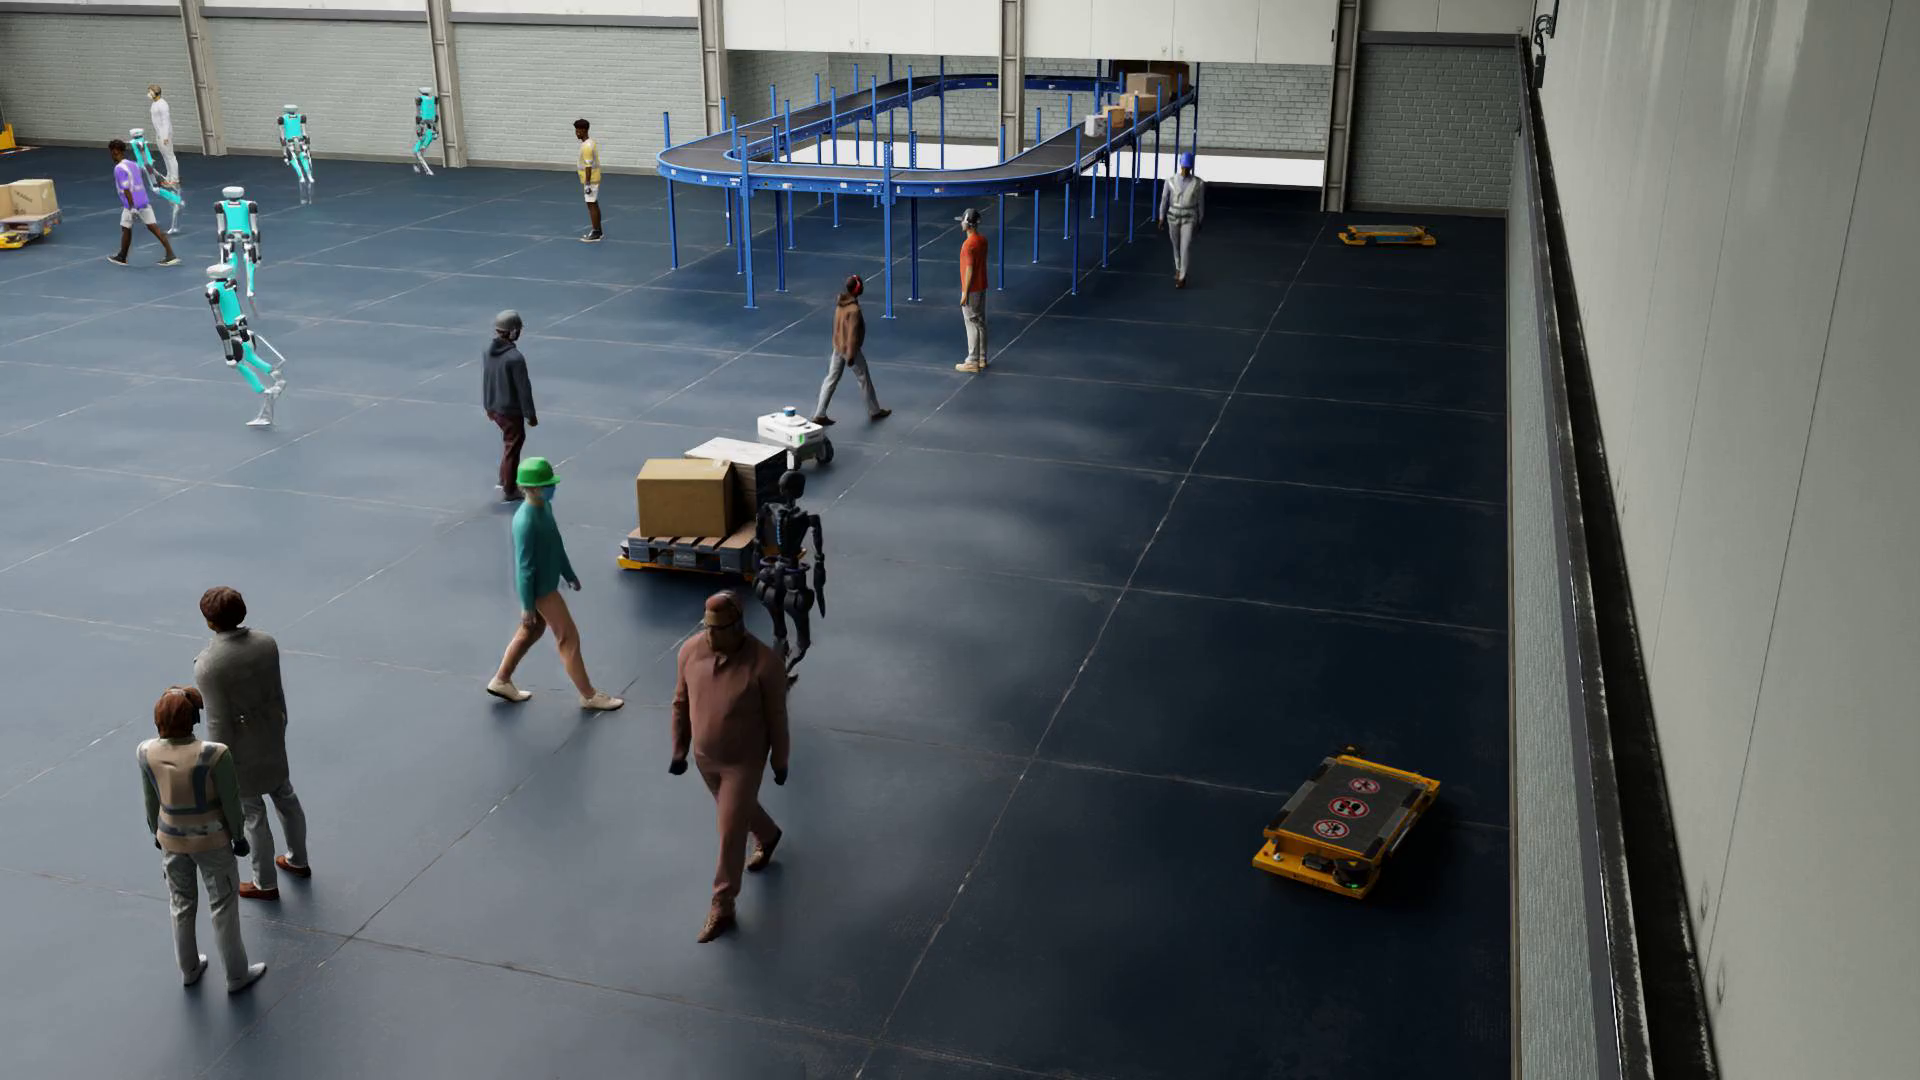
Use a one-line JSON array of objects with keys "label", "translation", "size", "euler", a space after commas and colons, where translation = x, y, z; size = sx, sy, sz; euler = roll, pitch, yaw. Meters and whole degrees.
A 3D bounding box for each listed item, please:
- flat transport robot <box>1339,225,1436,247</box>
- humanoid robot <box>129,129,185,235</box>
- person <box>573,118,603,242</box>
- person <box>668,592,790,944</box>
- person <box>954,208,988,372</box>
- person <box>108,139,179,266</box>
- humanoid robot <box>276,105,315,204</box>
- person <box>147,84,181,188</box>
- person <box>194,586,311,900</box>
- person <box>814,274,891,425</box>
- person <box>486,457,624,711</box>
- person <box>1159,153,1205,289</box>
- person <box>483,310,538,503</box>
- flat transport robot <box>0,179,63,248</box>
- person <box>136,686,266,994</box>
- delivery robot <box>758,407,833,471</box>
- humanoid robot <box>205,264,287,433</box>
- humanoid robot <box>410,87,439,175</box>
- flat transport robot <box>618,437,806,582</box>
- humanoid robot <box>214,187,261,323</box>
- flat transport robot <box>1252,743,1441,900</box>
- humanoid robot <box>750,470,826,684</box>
[{"label": "flat transport robot", "translation": [6.927, -4.935, 26.977], "size": [1.431, 0.231, 0.659], "euler": [0, 21, 1]}, {"label": "humanoid robot", "translation": [-13.173, -5.918, 27.504], "size": [0.802, 1.766, 0.534], "euler": [-12, 24, -29]}, {"label": "person", "translation": [-6.011, -5.836, 26.971], "size": [0.376, 1.958, 0.603], "euler": [-2, 21, -6]}, {"label": "person", "translation": [-1.236, 1.129, 9.045], "size": [0.643, 1.870, 0.978], "euler": [10, 23, 25]}, {"label": "person", "translation": [0.117, -2.930, 19.496], "size": [0.410, 1.910, 0.481], "euler": [9, 23, 23]}, {"label": "person", "translation": [-12.444, -5.079, 25.101], "size": [1.080, 1.892, 0.604], "euler": [2, 21, 4]}, {"label": "humanoid robot", "translation": [-11.977, -6.969, 30.249], "size": [0.538, 1.808, 0.720], "euler": [-20, 28, -41]}, {"label": "person", "translation": [-15.369, -7.792, 32.072], "size": [0.373, 1.939, 0.628], "euler": [-16, 26, -35]}, {"label": "person", "translation": [-3.904, 1.113, 9.120], "size": [0.369, 1.833, 0.504], "euler": [10, 23, 25]}, {"label": "person", "translation": [-1.176, -1.998, 17.498], "size": [0.893, 1.596, 0.441], "euler": [-13, 25, -31]}, {"label": "person", "translation": [-2.841, 0.294, 11.247], "size": [0.949, 1.833, 0.522], "euler": [-1, 21, -2]}, {"label": "person", "translation": [3.197, -4.629, 23.932], "size": [0.611, 1.896, 1.012], "euler": [7, 22, 17]}, {"label": "person", "translation": [-4.112, -1.215, 15.208], "size": [0.533, 1.793, 0.419], "euler": [19, 28, 40]}, {"label": "flat transport robot", "translation": [-15.398, -4.963, 27.049], "size": [0.659, 0.231, 1.431], "euler": [-3, 21, -7]}, {"label": "person", "translation": [-3.844, 1.509, 8.382], "size": [0.526, 1.628, 0.322], "euler": [4, 21, 10]}, {"label": "delivery robot", "translation": [-1.652, -1.007, 16.389], "size": [0.771, 0.592, 0.499], "euler": [20, 29, 41]}, {"label": "humanoid robot", "translation": [-7.293, -1.915, 17.266], "size": [0.765, 1.895, 0.543], "euler": [0, 21, 0]}, {"label": "humanoid robot", "translation": [-10.903, -8.220, 33.542], "size": [0.890, 1.824, 0.548], "euler": [14, 25, 31]}, {"label": "flat transport robot", "translation": [-2.068, 0.097, 13.926], "size": [1.431, 0.231, 0.659], "euler": [6, 22, 14]}, {"label": "humanoid robot", "translation": [-9.381, -3.605, 21.631], "size": [0.542, 1.878, 0.763], "euler": [-3, 21, -9]}, {"label": "flat transport robot", "translation": [2.326, 1.650, 9.897], "size": [0.659, 0.231, 1.431], "euler": [13, 24, 30]}, {"label": "humanoid robot", "translation": [-1.234, 0.318, 11.418], "size": [0.614, 1.636, 0.590], "euler": [8, 22, 19]}]
